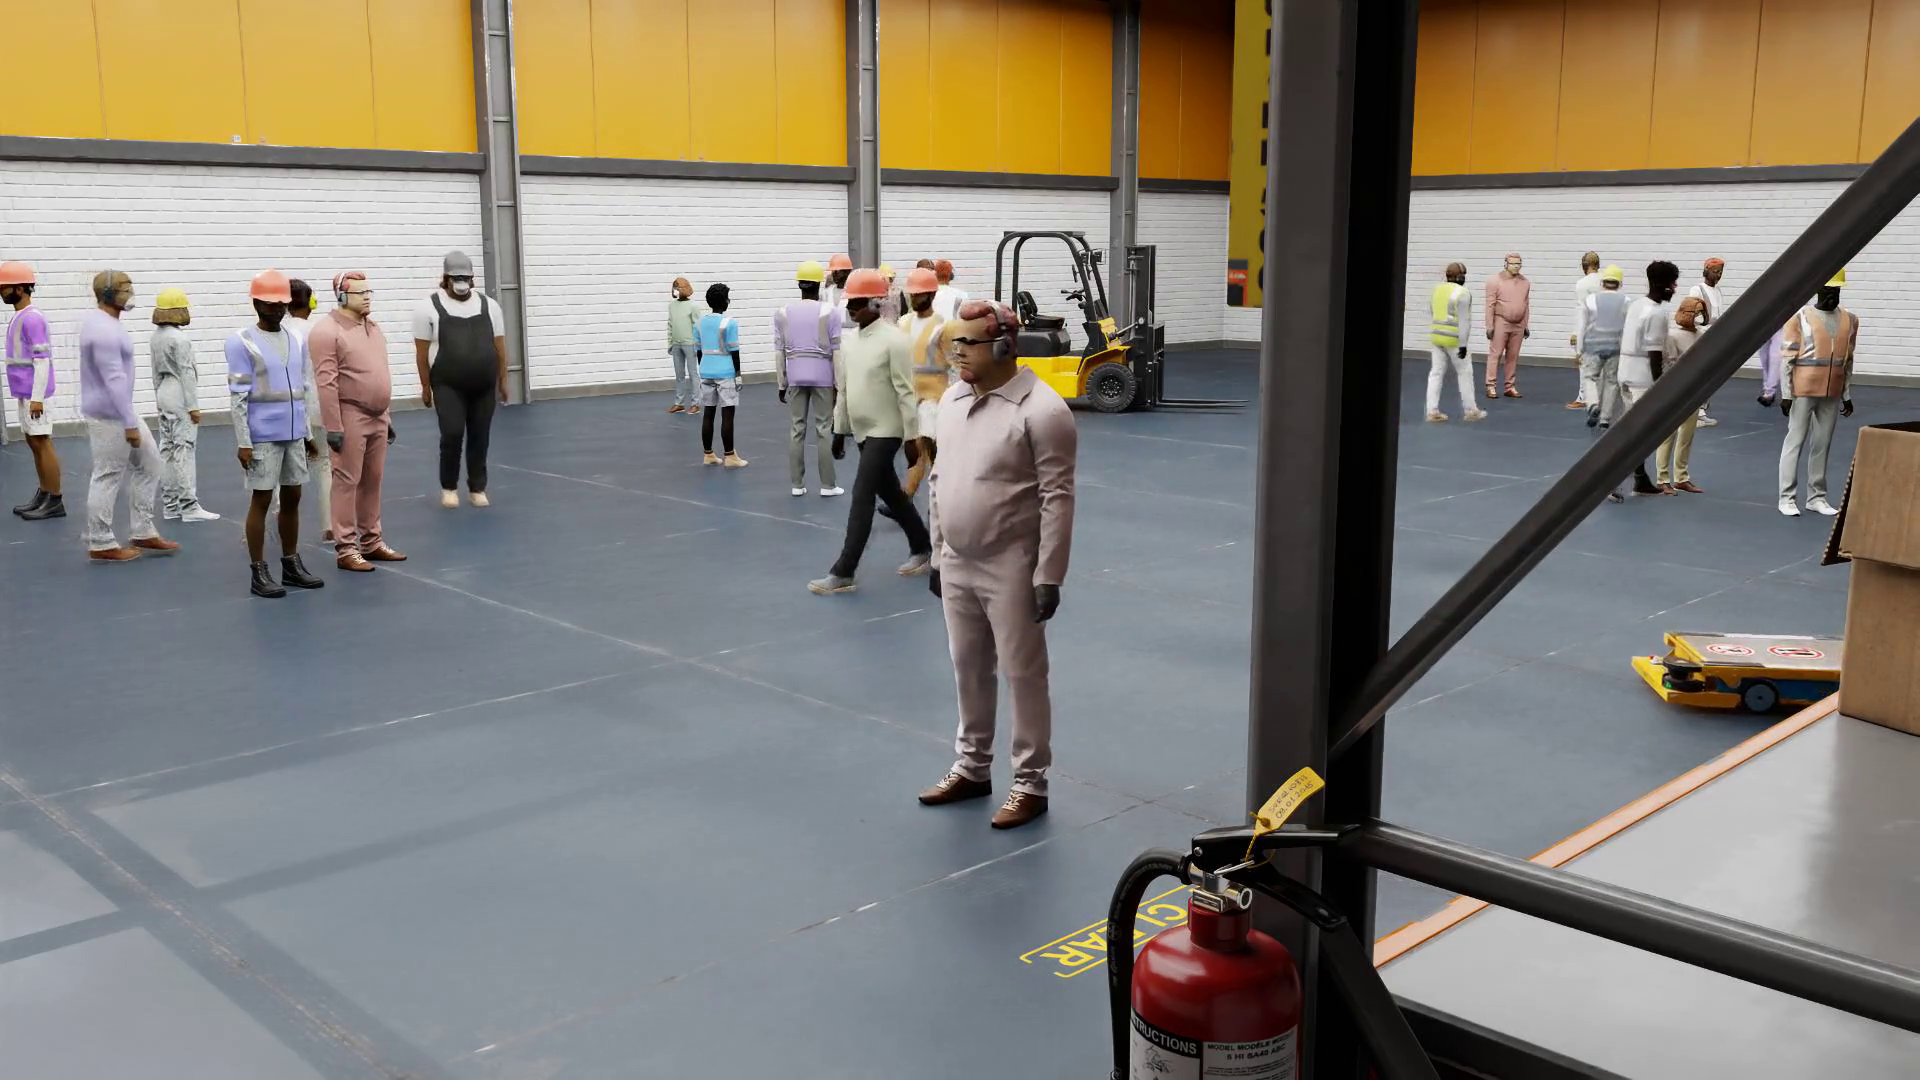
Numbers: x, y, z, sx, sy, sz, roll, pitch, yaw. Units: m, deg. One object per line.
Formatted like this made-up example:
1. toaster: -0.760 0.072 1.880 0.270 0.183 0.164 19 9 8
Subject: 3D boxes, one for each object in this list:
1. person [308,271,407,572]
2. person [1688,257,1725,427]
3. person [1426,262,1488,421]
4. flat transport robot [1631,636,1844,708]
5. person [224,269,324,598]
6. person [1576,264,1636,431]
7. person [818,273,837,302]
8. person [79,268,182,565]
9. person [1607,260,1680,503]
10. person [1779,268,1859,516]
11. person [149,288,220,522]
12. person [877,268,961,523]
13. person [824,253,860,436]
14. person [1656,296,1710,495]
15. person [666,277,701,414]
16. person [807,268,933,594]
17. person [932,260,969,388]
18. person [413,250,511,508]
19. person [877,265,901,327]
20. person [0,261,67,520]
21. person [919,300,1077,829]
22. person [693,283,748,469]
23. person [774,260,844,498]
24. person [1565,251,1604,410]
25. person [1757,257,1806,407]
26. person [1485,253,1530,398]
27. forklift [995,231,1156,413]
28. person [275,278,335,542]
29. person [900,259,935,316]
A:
1. person: -3.846 -0.764 10.678 0.409 1.908 0.639 3 11 14
2. person: 8.337 -2.212 18.632 0.572 1.886 0.354 -9 14 -40
3. person: 5.738 -2.262 19.091 0.787 1.813 0.657 -4 11 -23
4. flat transport robot: 3.924 0.608 7.657 1.431 0.197 0.652 2 10 8
5. person: -4.049 -0.633 9.885 0.368 1.933 0.552 5 12 26
6. person: 7.003 -2.073 18.034 0.602 1.824 0.505 3 11 17
7. person: -1.728 -2.836 22.760 0.508 1.622 0.368 2 11 13
8. person: -5.390 -0.795 10.801 0.702 1.917 0.664 -5 11 -24
9. person: 5.447 -1.293 13.487 0.728 1.934 0.759 0 10 -2
10. person: 6.535 -1.140 12.670 0.587 1.927 0.367 -1 10 -8
11. person: -5.846 -1.011 12.467 0.483 1.744 0.301 8 13 37
12. person: -0.317 -1.070 12.395 0.554 1.881 0.996 9 14 42
13. person: -1.254 -2.075 17.736 0.543 1.939 0.371 6 12 31
14. person: 5.986 -1.187 13.730 0.501 1.633 0.279 -5 12 -26
15. person: -3.312 -2.329 19.953 0.500 1.634 0.286 7 12 33
16. person: -0.499 -0.683 10.148 1.039 1.946 0.645 -8 13 -36
17. person: -0.184 -2.049 17.790 0.570 1.877 0.361 0 10 0
18. person: -3.863 -1.261 13.018 0.686 2.000 0.553 -7 12 -33
19. person: -0.916 -2.551 20.806 0.535 1.767 0.316 8 13 39
20. person: -7.020 -1.119 12.526 0.357 1.936 0.551 -8 13 -38
21. person: 0.107 0.087 6.040 0.401 1.904 0.650 -10 14 -43
22. person: -2.203 -1.500 15.264 0.532 1.696 0.319 7 13 34
23. person: -1.216 -1.304 13.563 0.586 1.928 0.369 2 11 13
24. person: 7.696 -2.551 20.351 0.627 1.934 0.370 -8 13 -37
25. person: 10.201 -2.608 20.884 0.659 1.855 1.017 10 14 43
26. person: 7.205 -2.809 21.835 0.652 1.904 0.402 -3 11 -16
27. forklift: 1.222 -2.721 20.561 2.313 2.155 1.214 2 11 13
28. person: -4.522 -0.866 11.416 0.543 1.847 0.633 1 10 4
29. person: -0.424 -2.562 20.673 0.622 1.840 0.430 3 11 14
